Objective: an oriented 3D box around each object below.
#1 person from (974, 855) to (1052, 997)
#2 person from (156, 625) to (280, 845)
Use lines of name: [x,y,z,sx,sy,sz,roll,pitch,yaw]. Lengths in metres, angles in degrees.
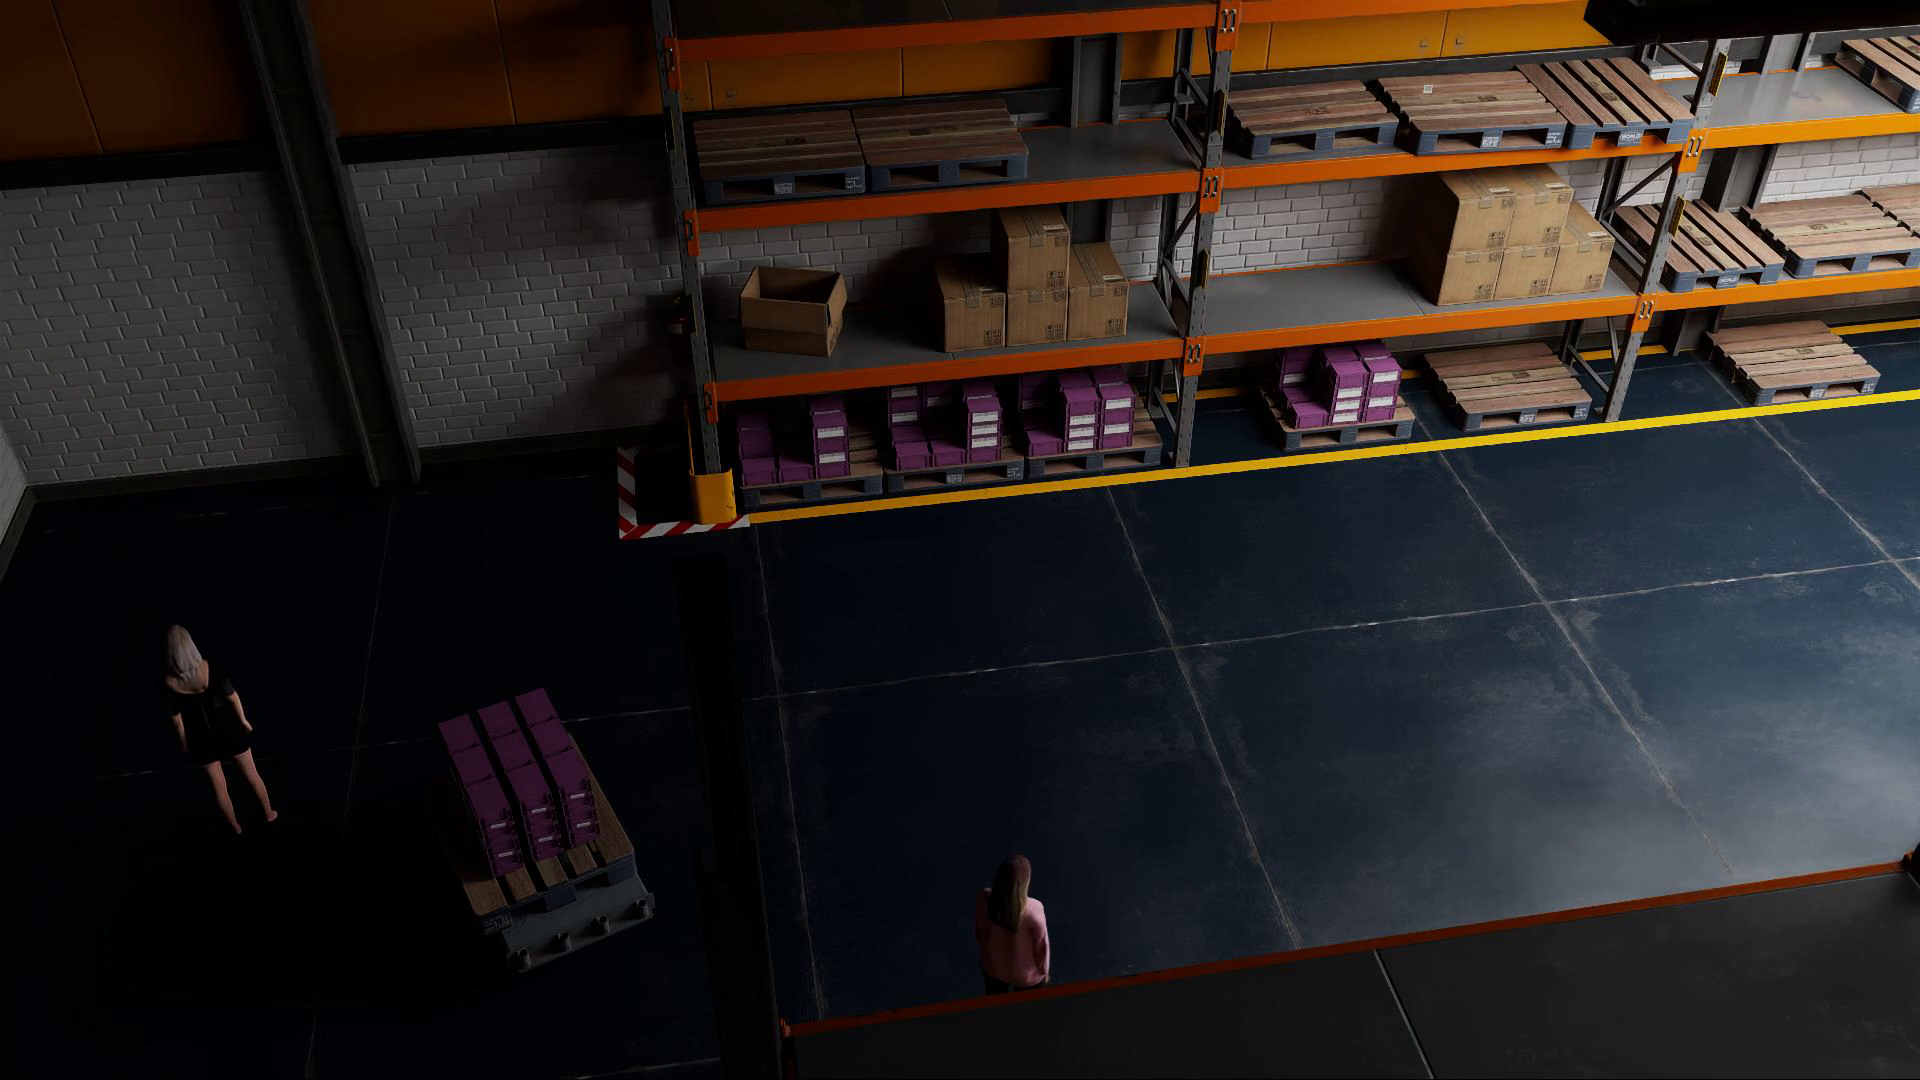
person: [0.287,2.380,9.300,0.667,1.686,0.746,19,42,22]
person: [-4.756,1.237,10.615,0.532,1.829,0.690,-17,42,-21]
